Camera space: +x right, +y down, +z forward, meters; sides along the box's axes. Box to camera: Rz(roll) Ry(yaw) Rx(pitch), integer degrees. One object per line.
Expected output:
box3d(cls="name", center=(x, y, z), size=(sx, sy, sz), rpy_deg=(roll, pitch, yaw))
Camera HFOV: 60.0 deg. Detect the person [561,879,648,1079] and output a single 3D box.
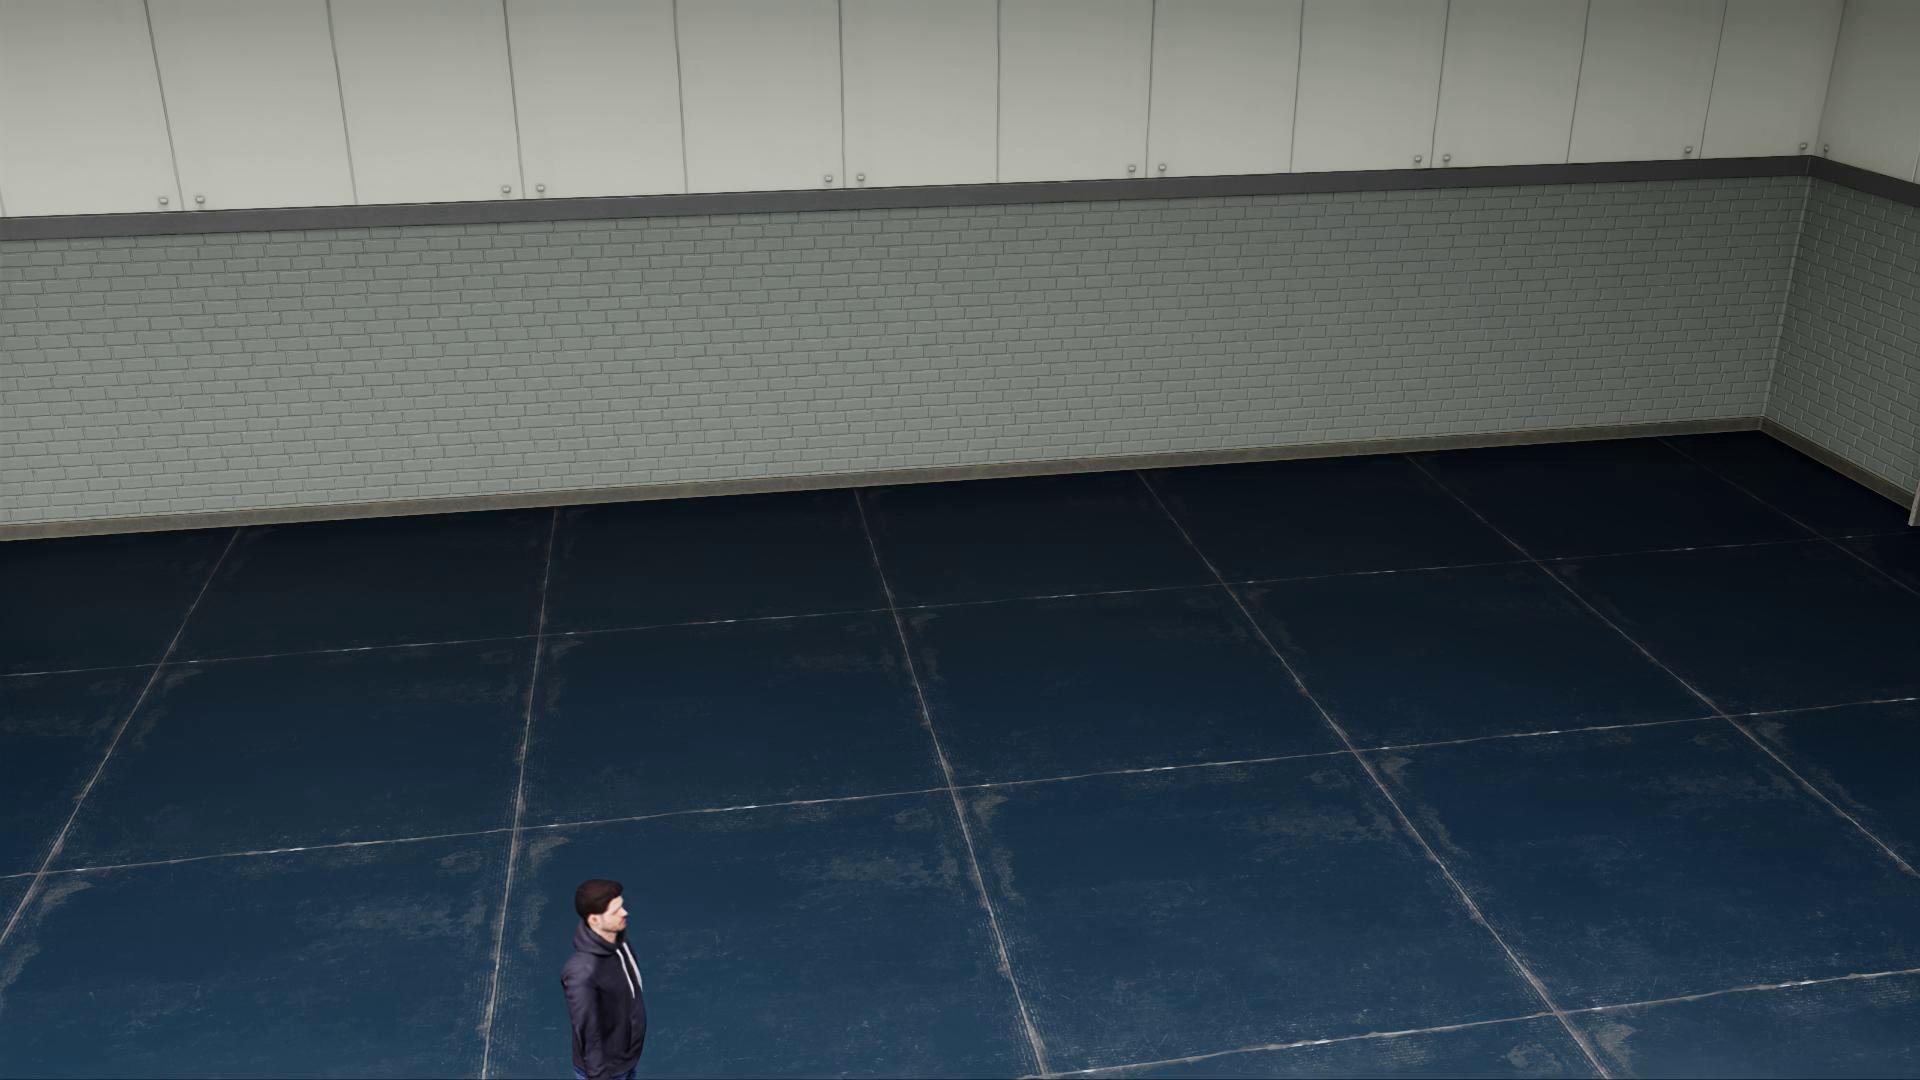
box3d(cls="person", center=(-1.662, 2.398, 7.805), size=(0.785, 1.894, 0.596), rpy_deg=(2, 23, 4))
